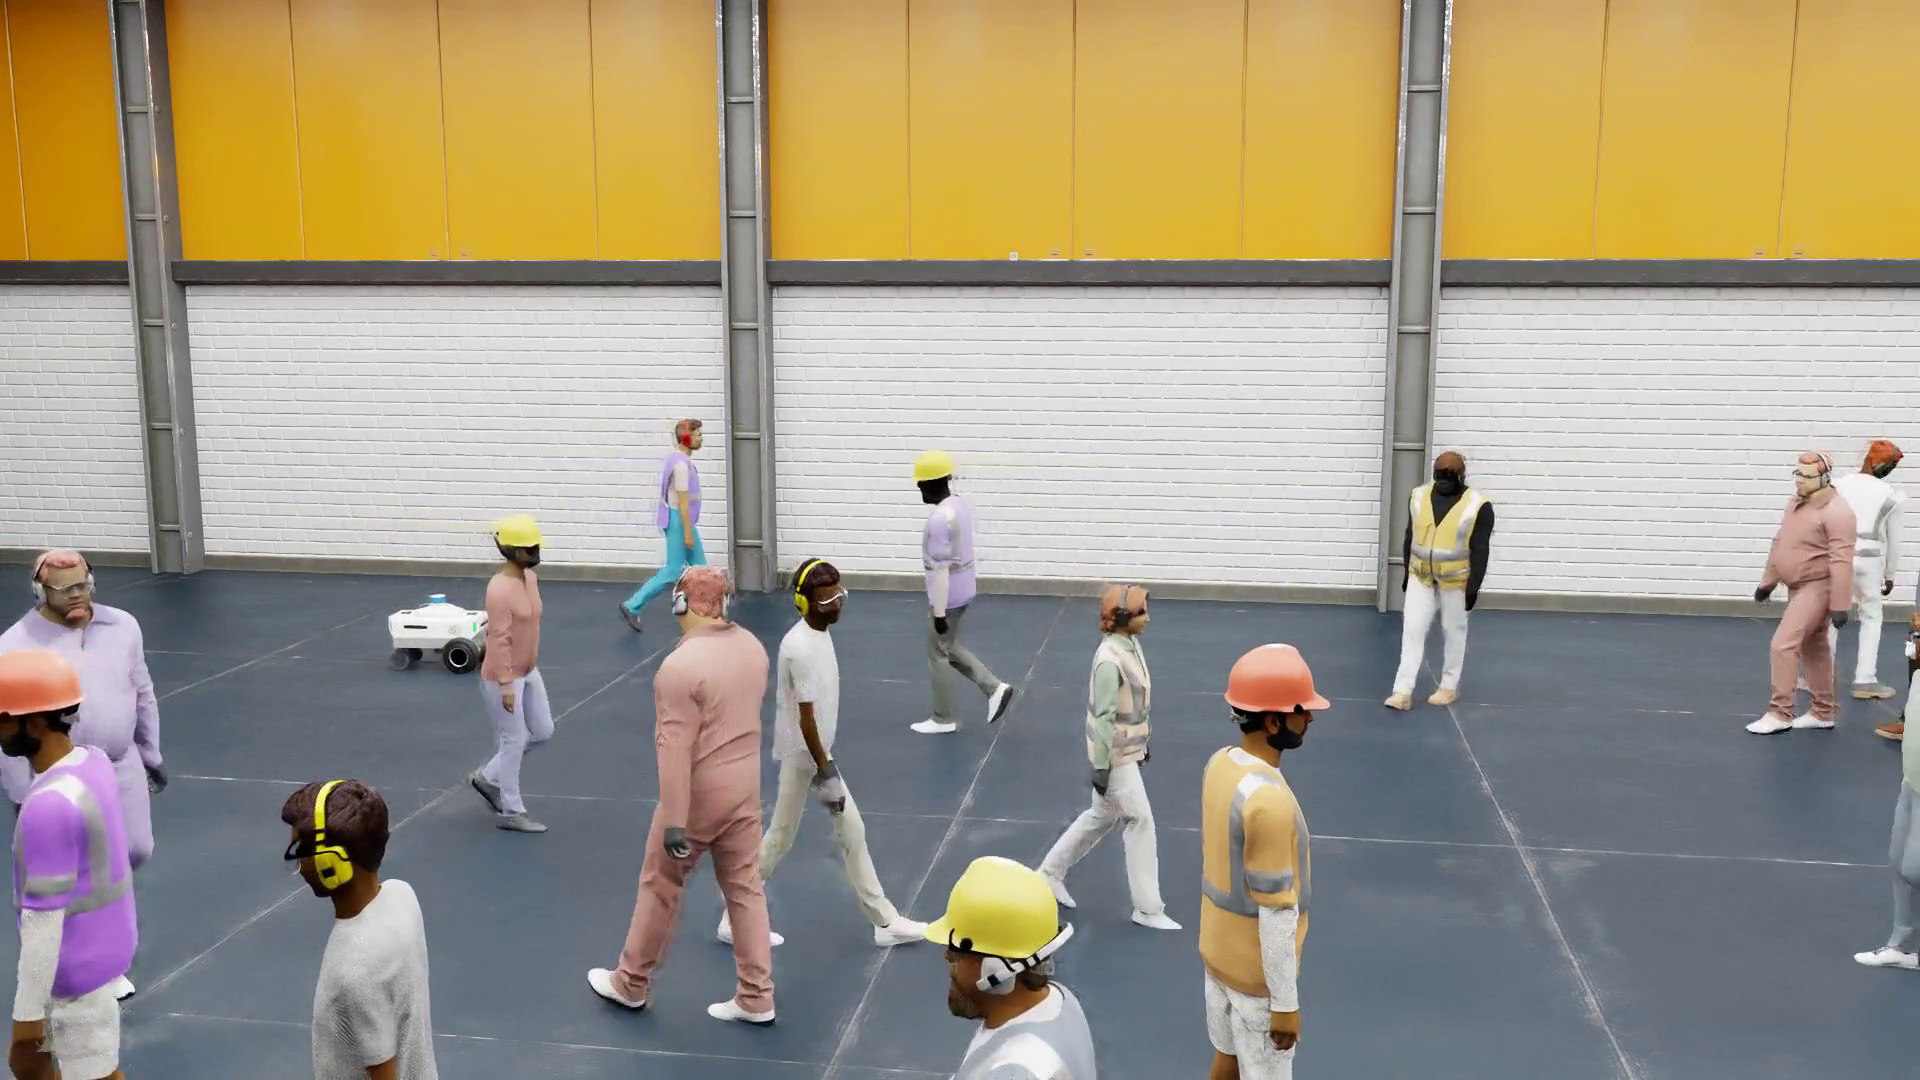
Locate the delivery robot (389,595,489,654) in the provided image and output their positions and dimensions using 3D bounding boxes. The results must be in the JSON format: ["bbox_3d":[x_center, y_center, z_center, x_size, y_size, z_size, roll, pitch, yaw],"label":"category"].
[{"bbox_3d":[-3.975,0.661,12.701,0.707,0.478,0.477,1,9,4],"label":"delivery robot"}]

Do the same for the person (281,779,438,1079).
[{"bbox_3d":[-1.411,1.469,3.984,0.327,1.865,0.518,-2,9,-12],"label":"person"}]

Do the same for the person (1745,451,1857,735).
[{"bbox_3d":[5.448,0.347,10.868,0.766,1.872,0.672,1,9,8],"label":"person"}]

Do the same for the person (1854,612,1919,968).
[{"bbox_3d":[4.185,1.084,7.097,0.458,1.617,0.518,2,9,10],"label":"person"}]

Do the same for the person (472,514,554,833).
[{"bbox_3d":[-2.411,0.723,8.952,0.461,1.750,0.541,2,9,12],"label":"person"}]

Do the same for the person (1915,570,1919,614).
[{"bbox_3d":[6.011,0.599,10.053,0.265,1.632,0.508,-3,10,-18],"label":"person"}]

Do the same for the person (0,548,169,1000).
[{"bbox_3d":[-3.732,0.957,7.046,0.685,1.890,0.657,6,11,32],"label":"person"}]

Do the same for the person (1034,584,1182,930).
[{"bbox_3d":[0.678,0.994,7.747,0.759,1.623,0.519,2,9,13],"label":"person"}]

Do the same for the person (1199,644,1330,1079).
[{"bbox_3d":[0.908,1.264,5.021,0.358,1.938,0.542,-2,9,-10],"label":"person"}]

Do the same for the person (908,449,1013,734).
[{"bbox_3d":[-0.025,0.353,10.744,0.598,1.898,0.622,3,10,17],"label":"person"}]

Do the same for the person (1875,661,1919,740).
[{"bbox_3d":[6.202,0.369,10.462,0.794,1.962,0.646,2,9,10],"label":"person"}]

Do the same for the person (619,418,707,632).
[{"bbox_3d":[-2.402,-0.113,13.888,0.846,1.817,0.571,-1,9,-4],"label":"person"}]

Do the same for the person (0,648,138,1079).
[{"bbox_3d":[-2.781,1.274,4.997,0.650,1.919,0.570,-3,10,-19],"label":"person"}]

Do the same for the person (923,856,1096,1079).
[{"bbox_3d":[0.182,1.563,3.541,0.638,1.820,0.599,1,9,8],"label":"person"}]

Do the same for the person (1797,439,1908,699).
[{"bbox_3d":[6.339,0.203,11.846,0.665,1.856,0.343,4,10,23],"label":"person"}]

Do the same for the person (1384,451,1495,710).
[{"bbox_3d":[3.262,0.300,11.377,0.638,1.801,0.878,7,12,37],"label":"person"}]

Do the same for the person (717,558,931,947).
[{"bbox_3d":[-0.640,0.961,7.322,1.007,1.807,0.530,1,9,8],"label":"person"}]

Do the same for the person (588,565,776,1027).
[{"bbox_3d":[-1.110,1.025,6.767,0.927,1.852,0.671,5,11,29],"label":"person"}]
